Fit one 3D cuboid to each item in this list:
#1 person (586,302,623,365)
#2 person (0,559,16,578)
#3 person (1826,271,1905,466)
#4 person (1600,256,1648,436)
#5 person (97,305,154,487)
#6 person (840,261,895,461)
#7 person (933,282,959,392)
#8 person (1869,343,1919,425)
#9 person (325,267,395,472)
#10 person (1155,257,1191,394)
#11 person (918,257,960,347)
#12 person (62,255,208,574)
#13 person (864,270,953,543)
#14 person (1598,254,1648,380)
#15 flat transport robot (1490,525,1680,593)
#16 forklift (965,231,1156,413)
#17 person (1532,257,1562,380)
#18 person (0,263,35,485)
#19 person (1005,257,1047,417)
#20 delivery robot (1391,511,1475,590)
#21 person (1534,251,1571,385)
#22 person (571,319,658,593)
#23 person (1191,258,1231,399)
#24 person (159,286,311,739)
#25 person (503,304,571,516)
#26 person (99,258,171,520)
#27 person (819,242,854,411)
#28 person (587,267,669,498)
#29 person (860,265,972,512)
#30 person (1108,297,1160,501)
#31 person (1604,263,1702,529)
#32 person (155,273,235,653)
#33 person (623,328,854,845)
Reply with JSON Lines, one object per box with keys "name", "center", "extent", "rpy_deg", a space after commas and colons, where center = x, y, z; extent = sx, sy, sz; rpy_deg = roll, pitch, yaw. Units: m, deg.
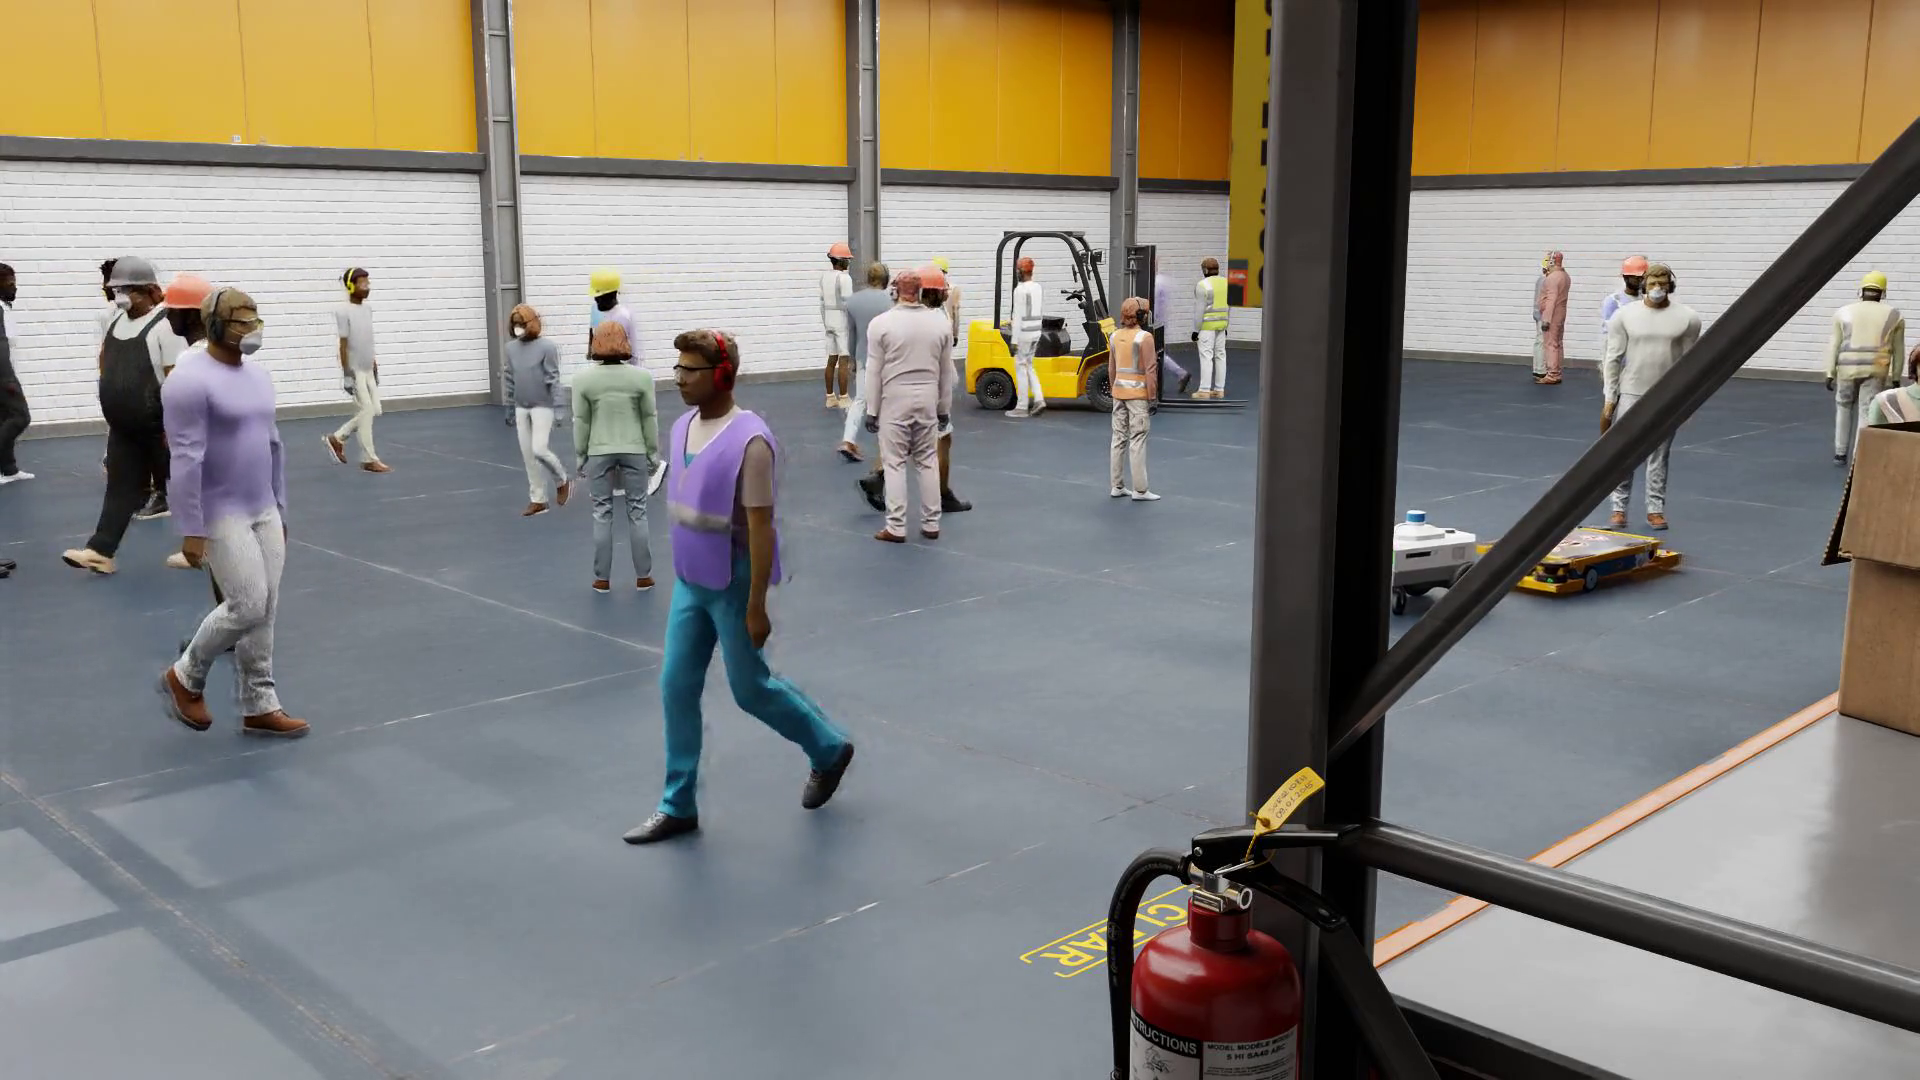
{"name": "person", "center": [-4.011, -2.151, 18.848], "extent": [0.538, 1.684, 0.362], "rpy_deg": [9, 14, 41]}
{"name": "person", "center": [-6.158, -0.725, 10.379], "extent": [0.379, 1.937, 0.548], "rpy_deg": [-3, 11, -18]}
{"name": "person", "center": [8.261, -1.542, 15.184], "extent": [0.625, 1.799, 0.792], "rpy_deg": [5, 12, 27]}
{"name": "person", "center": [6.284, -1.691, 15.645], "extent": [0.545, 1.939, 0.354], "rpy_deg": [-4, 11, -19]}
{"name": "person", "center": [-6.999, -1.339, 13.993], "extent": [0.484, 1.841, 0.581], "rpy_deg": [5, 11, 25]}
{"name": "person", "center": [-0.825, -1.694, 15.777], "extent": [0.639, 1.903, 0.968], "rpy_deg": [6, 12, 29]}
{"name": "person", "center": [-0.220, -2.091, 18.677], "extent": [0.380, 1.623, 0.537], "rpy_deg": [3, 11, 17]}
{"name": "person", "center": [4.728, -0.182, 8.237], "extent": [0.523, 1.636, 0.311], "rpy_deg": [2, 11, 10]}
{"name": "person", "center": [-5.457, -1.527, 14.995], "extent": [0.623, 1.853, 0.531], "rpy_deg": [2, 11, 12]}
{"name": "person", "center": [2.646, -2.867, 22.235], "extent": [0.814, 1.875, 0.634], "rpy_deg": [1, 10, 5]}
{"name": "person", "center": [-0.296, -2.610, 20.885], "extent": [0.585, 1.871, 0.957], "rpy_deg": [1, 10, 4]}
{"name": "person", "center": [-5.187, -0.787, 10.435], "extent": [0.702, 2.000, 0.957], "rpy_deg": [5, 11, 25]}
{"name": "person", "center": [-0.374, -0.933, 11.647], "extent": [0.653, 1.897, 0.396], "rpy_deg": [-6, 12, -29]}
{"name": "person", "center": [9.412, -3.070, 23.357], "extent": [0.597, 1.865, 0.682], "rpy_deg": [-7, 13, -35]}
{"name": "flat transport robot", "center": [3.837, 0.104, 10.406], "extent": [1.431, 0.197, 0.652], "rpy_deg": [-8, 13, -38]}
{"name": "forklift", "center": [1.222, -2.721, 20.561], "extent": [2.313, 2.155, 1.214], "rpy_deg": [2, 11, 13]}
{"name": "person", "center": [8.711, -3.295, 24.673], "extent": [0.403, 1.835, 0.588], "rpy_deg": [1, 10, 8]}
{"name": "person", "center": [-8.208, -1.409, 14.220], "extent": [0.423, 1.897, 0.700], "rpy_deg": [-6, 12, -28]}
{"name": "person", "center": [0.785, -2.362, 19.474], "extent": [0.498, 1.880, 0.582], "rpy_deg": [6, 12, 31]}
{"name": "delivery robot", "center": [2.600, 0.076, 9.529], "extent": [0.707, 0.478, 0.477], "rpy_deg": [-6, 12, -27]}
{"name": "person", "center": [8.490, -3.184, 23.875], "extent": [0.401, 1.906, 0.649], "rpy_deg": [8, 13, 37]}
{"name": "person", "center": [-2.056, -0.497, 9.958], "extent": [0.500, 1.636, 0.285], "rpy_deg": [-2, 11, -13]}
{"name": "person", "center": [3.271, -2.762, 21.769], "extent": [0.621, 1.837, 0.429], "rpy_deg": [-8, 13, -36]}
{"name": "person", "center": [-3.062, -0.094, 6.966], "extent": [0.505, 1.927, 0.650], "rpy_deg": [2, 11, 11]}
{"name": "person", "center": [-3.231, -0.990, 12.668], "extent": [0.538, 1.617, 0.408], "rpy_deg": [5, 11, 24]}
{"name": "person", "center": [-6.231, -1.140, 12.559], "extent": [0.608, 1.966, 0.371], "rpy_deg": [10, 14, 44]}
{"name": "person", "center": [-1.463, -2.603, 20.333], "extent": [0.374, 2.044, 0.605], "rpy_deg": [-9, 13, -39]}
{"name": "person", "center": [-2.686, -1.243, 13.350], "extent": [0.585, 1.888, 0.651], "rpy_deg": [-3, 11, -15]}
{"name": "person", "center": [-0.333, -1.132, 12.686], "extent": [0.828, 1.913, 0.552], "rpy_deg": [-5, 12, -25]}
{"name": "person", "center": [1.394, -1.135, 13.423], "extent": [0.310, 1.642, 0.514], "rpy_deg": [-8, 13, -36]}
{"name": "person", "center": [5.003, -1.030, 12.086], "extent": [0.639, 1.932, 0.384], "rpy_deg": [3, 11, 15]}
{"name": "person", "center": [-3.867, -0.387, 8.530], "extent": [0.350, 1.941, 0.545], "rpy_deg": [-1, 10, -5]}
{"name": "person", "center": [-0.797, 0.150, 5.942], "extent": [0.835, 1.821, 0.573], "rpy_deg": [-8, 13, -38]}
